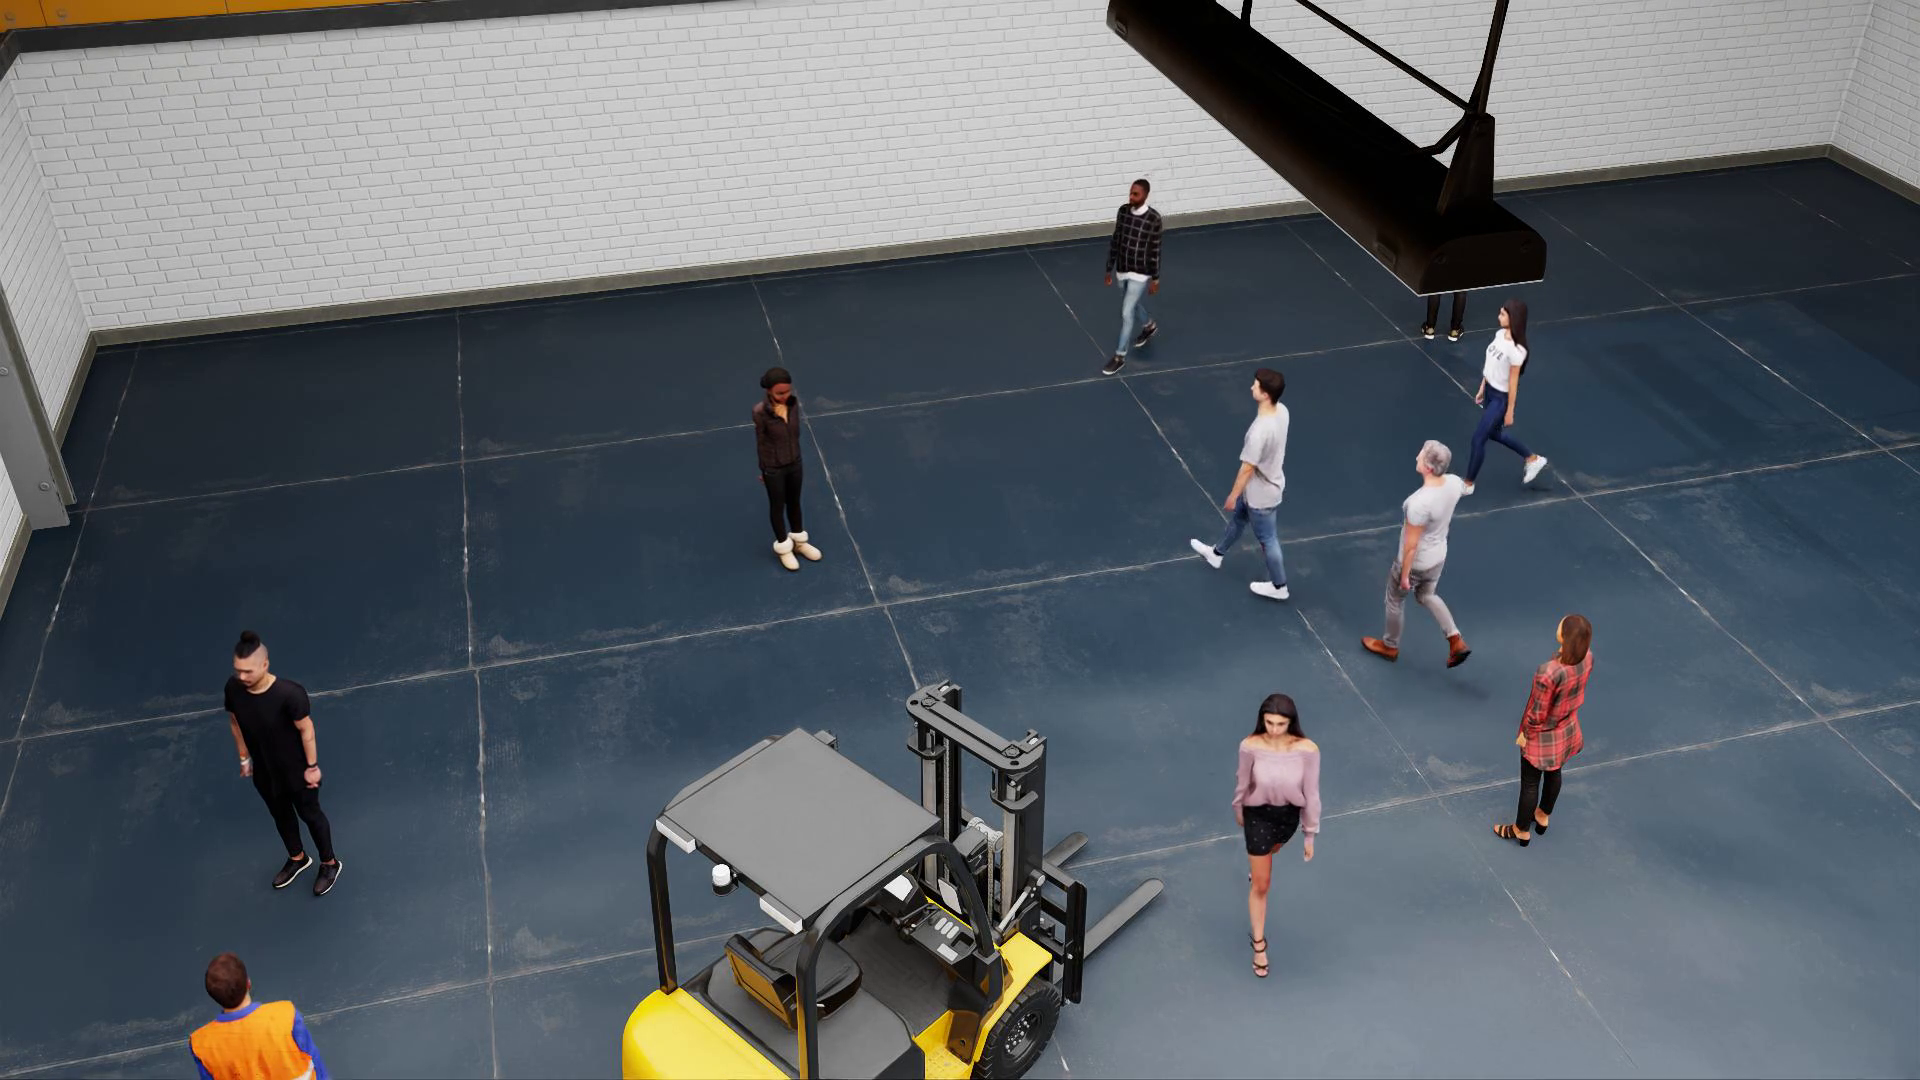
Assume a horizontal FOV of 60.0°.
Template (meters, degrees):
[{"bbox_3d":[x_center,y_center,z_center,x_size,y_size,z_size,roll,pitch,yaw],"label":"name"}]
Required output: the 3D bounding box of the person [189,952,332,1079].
[{"bbox_3d":[-3.129,2.673,7.642,0.680,1.845,1.003,-10,35,-14],"label":"person"}]

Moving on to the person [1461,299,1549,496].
[{"bbox_3d":[4.444,-1.121,13.437,0.809,1.747,1.073,-2,34,-3],"label":"person"}]

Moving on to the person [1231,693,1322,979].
[{"bbox_3d":[1.765,1.537,9.425,0.864,1.762,1.197,2,34,3],"label":"person"}]

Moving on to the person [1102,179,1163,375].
[{"bbox_3d":[1.674,-2.517,15.506,1.121,1.784,1.214,-29,43,-36],"label":"person"}]

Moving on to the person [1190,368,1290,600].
[{"bbox_3d":[2.302,-0.369,12.215,1.167,1.849,1.138,16,37,22],"label":"person"}]

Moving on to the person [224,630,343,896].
[{"bbox_3d":[-3.968,1.279,9.713,0.775,1.874,0.764,8,34,11],"label":"person"}]

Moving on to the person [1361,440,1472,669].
[{"bbox_3d":[3.257,0.161,11.454,0.953,1.807,1.139,-25,41,-32],"label":"person"}]

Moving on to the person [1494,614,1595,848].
[{"bbox_3d":[3.570,1.146,10.067,0.681,1.704,0.665,-21,39,-29],"label":"person"}]

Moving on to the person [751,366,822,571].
[{"bbox_3d":[-1.374,-0.586,12.710,0.696,1.662,0.759,-22,39,-29],"label":"person"}]
